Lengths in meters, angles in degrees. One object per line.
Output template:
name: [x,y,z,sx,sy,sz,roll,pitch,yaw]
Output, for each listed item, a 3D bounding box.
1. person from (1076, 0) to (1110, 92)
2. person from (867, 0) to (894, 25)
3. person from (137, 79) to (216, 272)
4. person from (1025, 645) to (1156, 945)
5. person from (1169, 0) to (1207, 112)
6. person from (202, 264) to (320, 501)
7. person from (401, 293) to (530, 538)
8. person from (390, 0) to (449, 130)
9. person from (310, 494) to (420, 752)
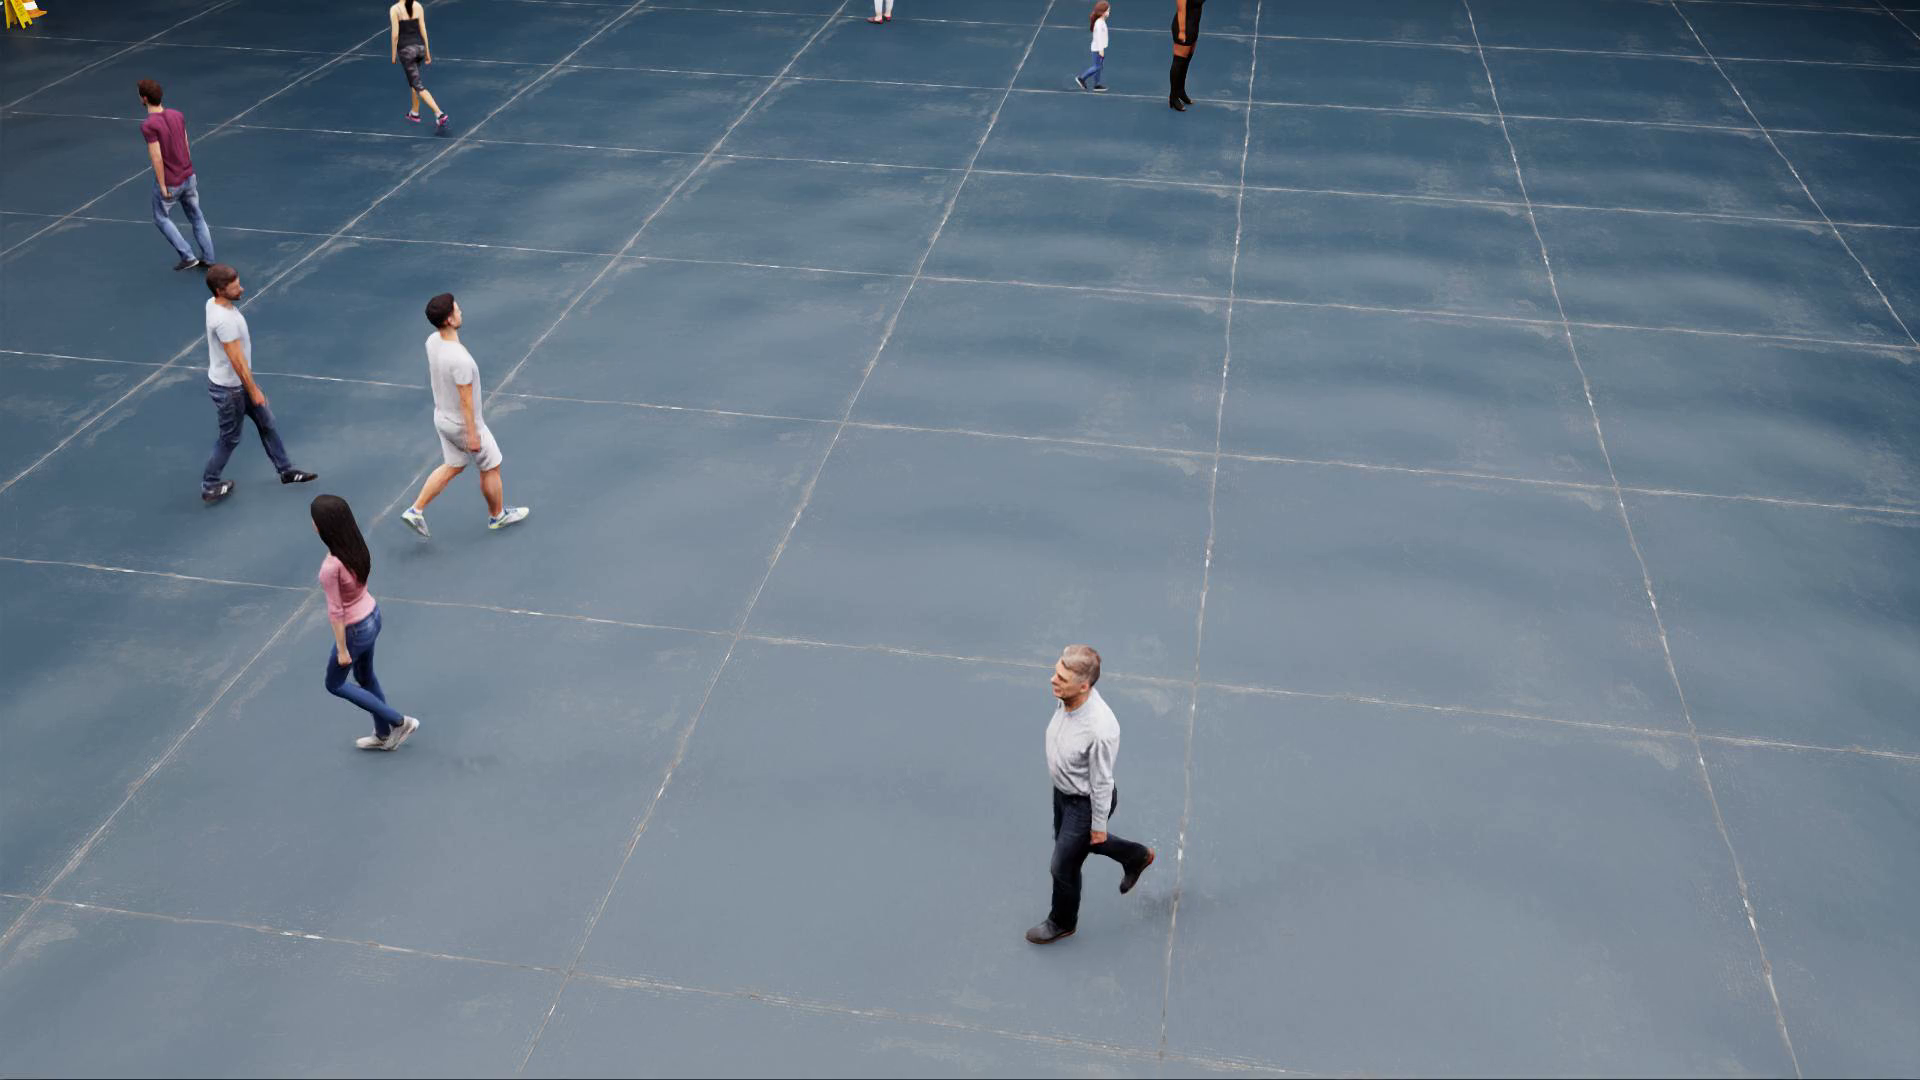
person: [1.667,-6.104,20.579,0.626,1.107,0.478,10,34,16]
person: [-1.119,-8.040,23.175,0.715,1.611,0.686,28,42,37]
person: [-7.292,-3.388,15.586,0.741,1.841,0.729,13,35,20]
person: [0.677,1.254,8.265,1.110,1.800,0.960,-12,34,-19]
person: [2.700,-6.108,19.884,0.686,1.855,0.705,14,35,21]
person: [-5.326,-1.100,11.983,1.162,1.816,0.963,-15,35,-22]
person: [-3.542,-0.799,11.487,1.175,1.834,1.164,-24,40,-33]
person: [-6.271,-5.570,19.182,1.173,1.696,0.938,23,39,32]
person: [-3.376,0.520,9.492,0.693,1.732,0.615,3,32,4]
